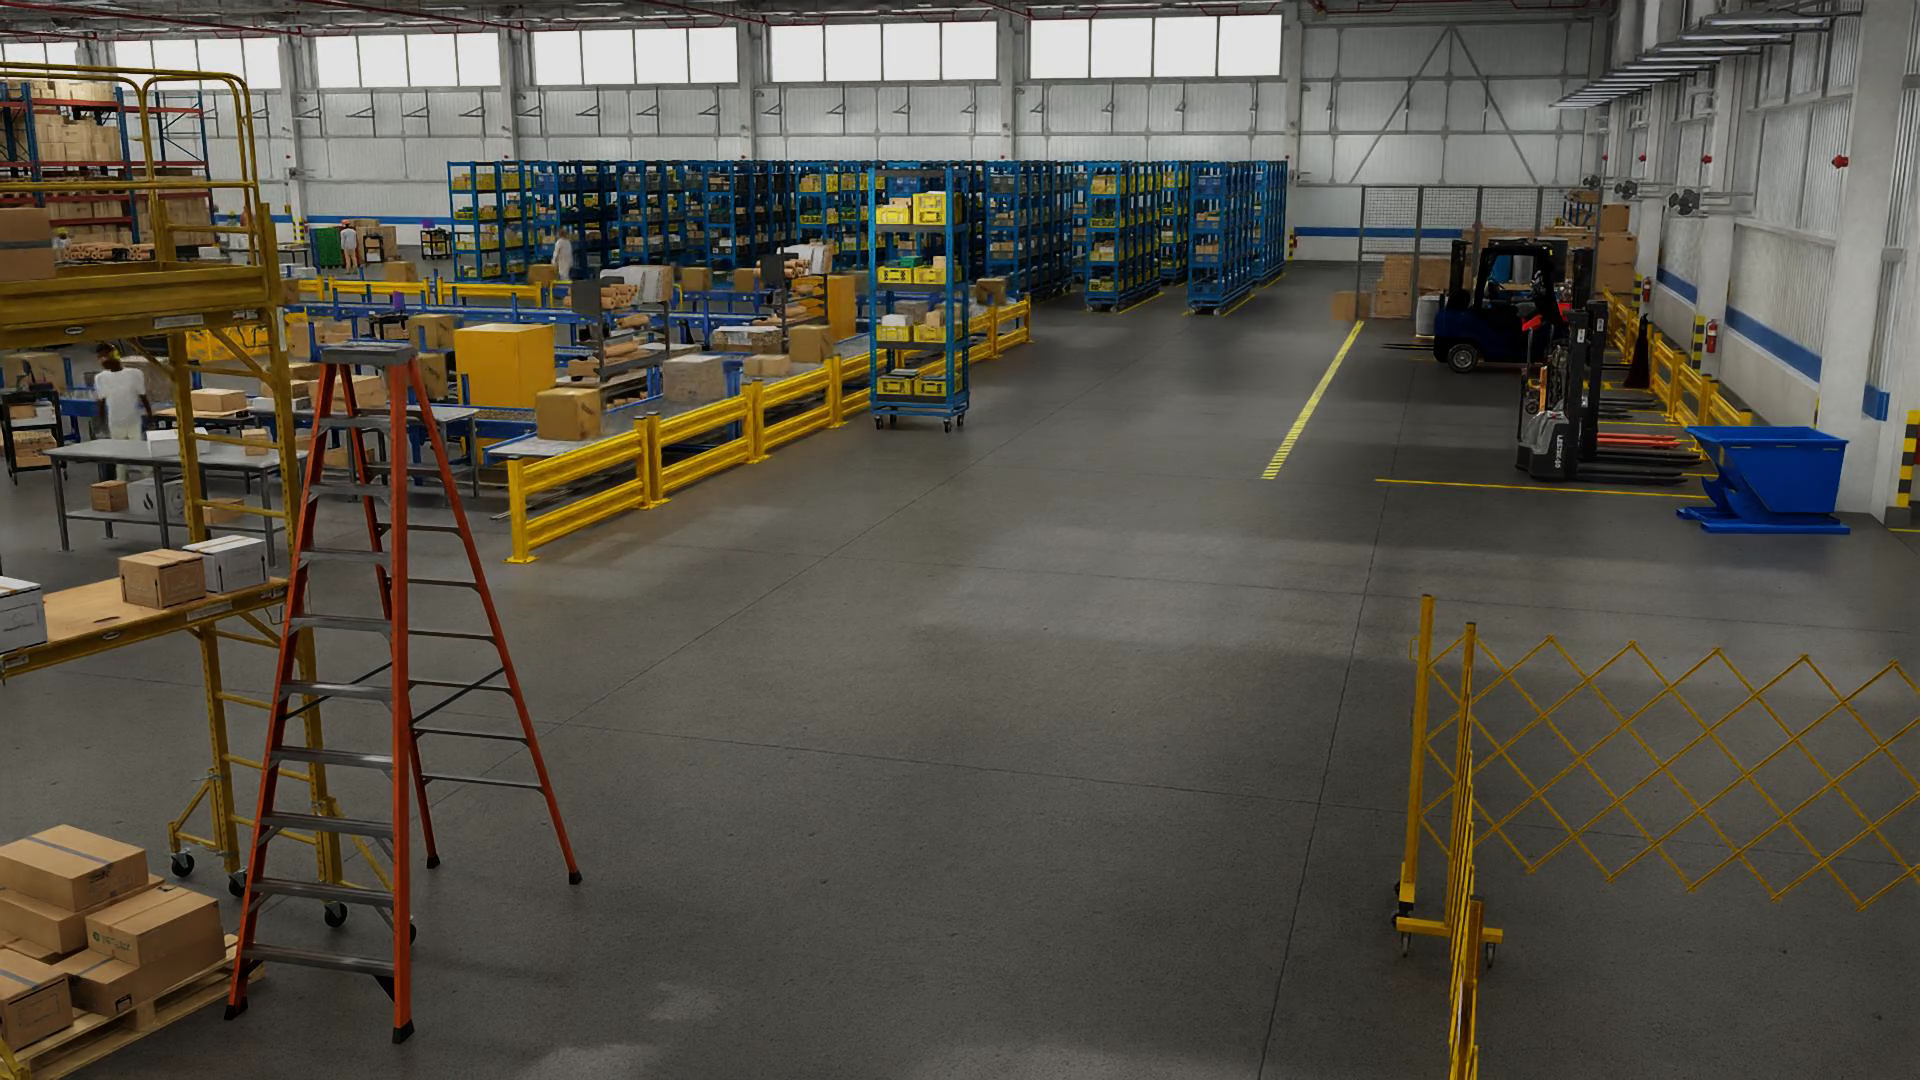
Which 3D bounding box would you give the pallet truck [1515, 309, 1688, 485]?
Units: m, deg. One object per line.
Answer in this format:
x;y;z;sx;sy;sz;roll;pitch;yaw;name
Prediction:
7.554;-1.677;19.446;1.885;1.965;0.823;3;13;14;pallet truck

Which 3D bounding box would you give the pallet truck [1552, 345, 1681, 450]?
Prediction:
8.641;-1.896;21.908;1.630;1.274;0.653;4;14;16;pallet truck

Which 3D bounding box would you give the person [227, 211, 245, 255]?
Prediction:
-27.642;-11.674;63.305;0.913;1.686;0.489;6;14;23;person

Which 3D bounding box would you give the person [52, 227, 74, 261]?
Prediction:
-24.836;-7.789;46.233;0.511;1.816;0.625;5;14;21;person

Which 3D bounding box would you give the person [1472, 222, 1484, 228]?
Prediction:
14.235;-7.818;46.011;0.401;1.987;0.608;5;14;21;person

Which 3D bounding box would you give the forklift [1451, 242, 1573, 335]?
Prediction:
10.464;-4.597;31.405;2.680;1.987;1.157;4;14;16;forklift

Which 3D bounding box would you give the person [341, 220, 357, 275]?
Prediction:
-19.510;-9.334;53.069;0.336;1.743;0.561;9;16;33;person

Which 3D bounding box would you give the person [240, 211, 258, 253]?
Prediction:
-27.515;-12.046;64.490;0.663;1.872;0.737;-3;13;-12;person

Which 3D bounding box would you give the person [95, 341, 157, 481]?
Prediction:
-8.834;-1.186;17.677;0.571;1.851;0.373;-3;13;-14;person

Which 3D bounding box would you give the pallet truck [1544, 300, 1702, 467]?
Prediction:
8.263;-1.952;20.631;1.885;1.965;0.823;5;14;20;pallet truck

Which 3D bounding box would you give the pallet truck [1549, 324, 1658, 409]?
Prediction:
9.824;-2.669;25.407;1.601;1.201;0.680;4;14;16;pallet truck

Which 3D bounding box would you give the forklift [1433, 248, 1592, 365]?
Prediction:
9.780;-4.111;29.280;2.680;1.987;1.157;3;13;14;forklift

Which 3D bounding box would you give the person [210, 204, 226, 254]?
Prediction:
-28.758;-12.033;64.393;0.852;1.890;0.572;-3;13;-13;person

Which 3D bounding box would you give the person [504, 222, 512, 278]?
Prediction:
-13.893;-8.892;50.967;0.440;1.828;0.596;0;13;2;person

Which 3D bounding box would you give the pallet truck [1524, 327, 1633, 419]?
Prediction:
9.065;-2.460;24.370;1.522;1.261;0.704;3;13;14;pallet truck

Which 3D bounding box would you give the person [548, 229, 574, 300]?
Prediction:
-10.538;-7.227;43.719;0.933;1.862;0.642;3;13;12;person
